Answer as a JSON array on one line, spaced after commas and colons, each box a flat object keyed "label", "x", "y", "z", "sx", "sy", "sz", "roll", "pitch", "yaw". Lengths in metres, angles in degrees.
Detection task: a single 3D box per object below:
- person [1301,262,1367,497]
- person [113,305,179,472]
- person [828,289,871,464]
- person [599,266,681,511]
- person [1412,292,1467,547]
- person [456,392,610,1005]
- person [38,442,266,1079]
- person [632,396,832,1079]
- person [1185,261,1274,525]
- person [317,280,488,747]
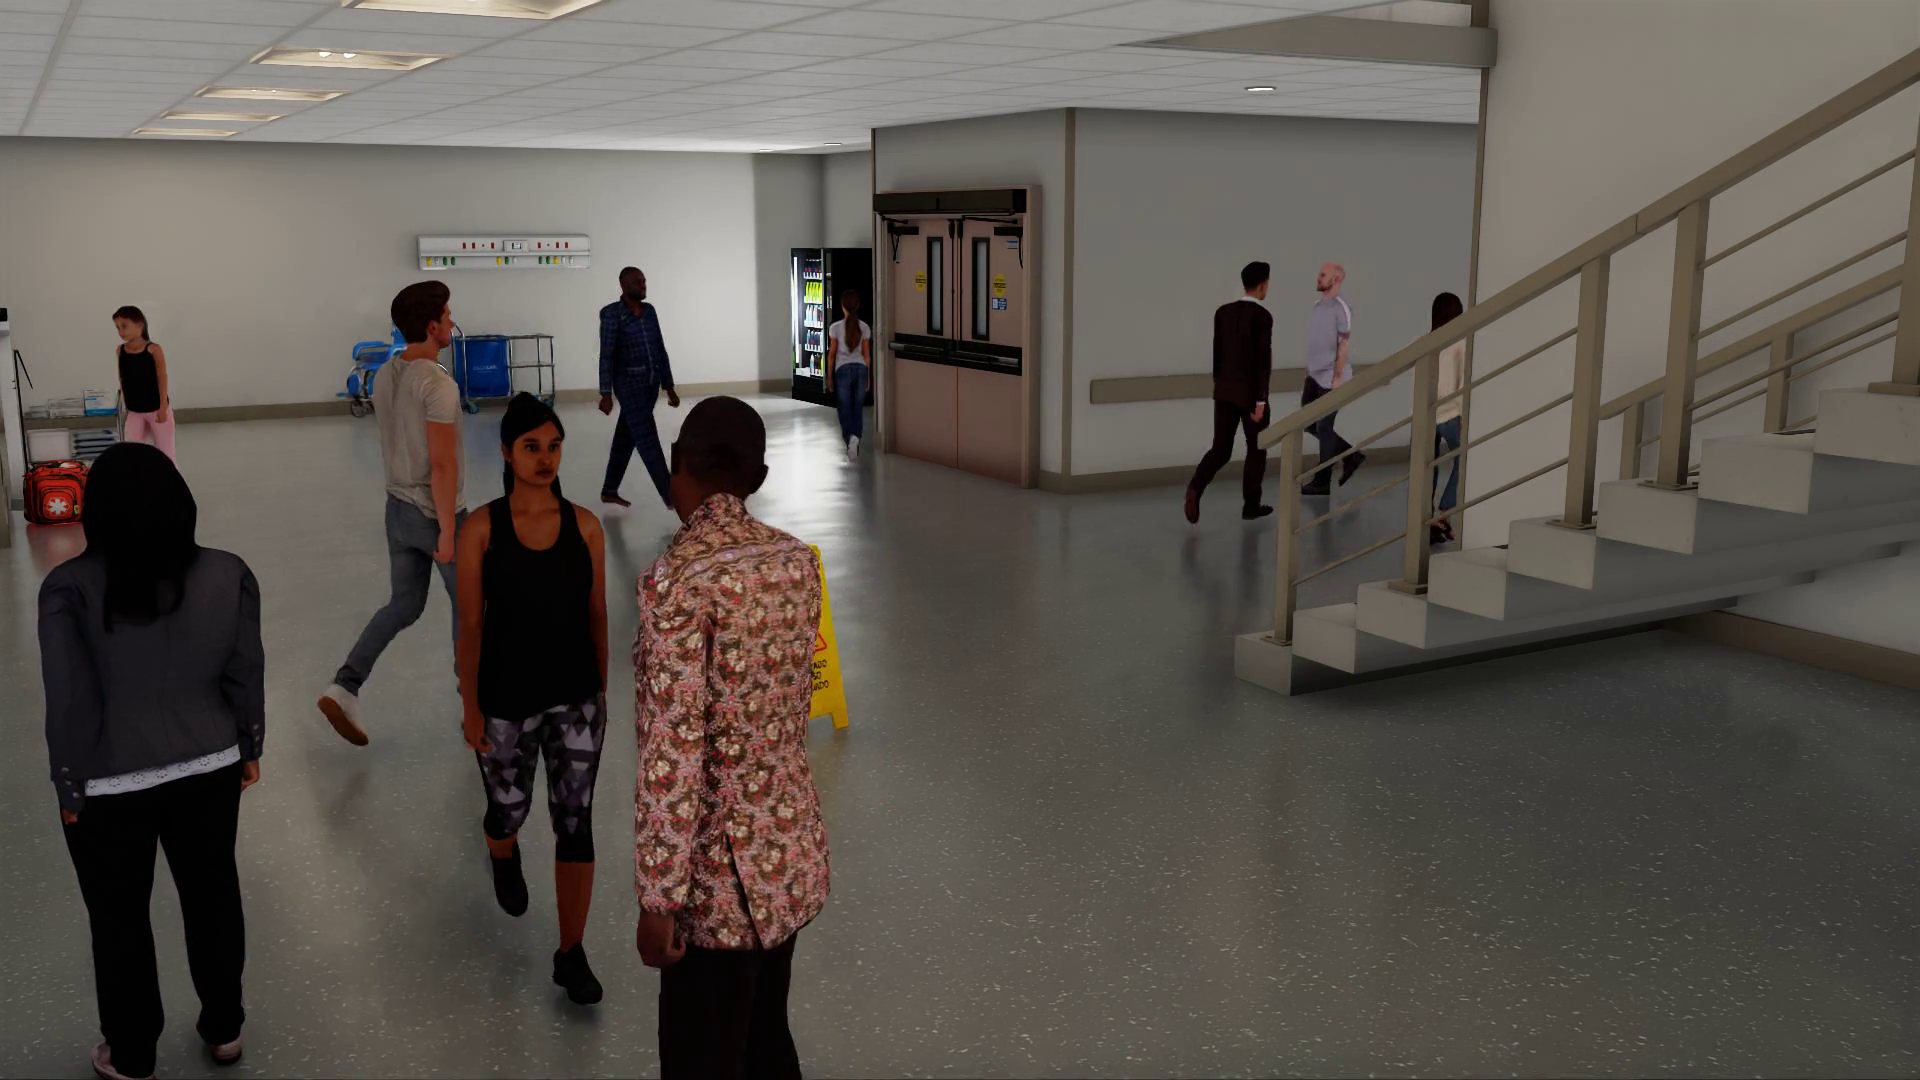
[{"label": "person", "x": 2.966, "y": -1.263, "z": 13.064, "sx": 0.902, "sy": 1.824, "sz": 0.915, "roll": -2, "pitch": 11, "yaw": -10}, {"label": "person", "x": -5.759, "y": -0.891, "z": 11.880, "sx": 0.783, "sy": 1.534, "sz": 0.957, "roll": -1, "pitch": 11, "yaw": -6}, {"label": "person", "x": -0.958, "y": -1.437, "z": 14.743, "sx": 0.722, "sy": 1.539, "sz": 1.031, "roll": -2, "pitch": 11, "yaw": -13}, {"label": "person", "x": -2.448, "y": -1.074, "z": 12.216, "sx": 1.280, "sy": 1.768, "sz": 1.056, "roll": 6, "pitch": 12, "yaw": 29}, {"label": "person", "x": 3.107, "y": -0.777, "z": 10.902, "sx": 0.734, "sy": 1.675, "sz": 0.592, "roll": -9, "pitch": 14, "yaw": -38}, {"label": "person", "x": -1.214, "y": 0.424, "z": 4.668, "sx": 0.608, "sy": 1.639, "sz": 1.024, "roll": -6, "pitch": 12, "yaw": -27}, {"label": "person", "x": -1.985, "y": 0.554, "z": 4.094, "sx": 0.743, "sy": 1.598, "sz": 0.740, "roll": 10, "pitch": 15, "yaw": 44}, {"label": "person", "x": -0.417, "y": 0.645, "z": 3.128, "sx": 1.001, "sy": 1.779, "sz": 0.976, "roll": 1, "pitch": 11, "yaw": 8}, {"label": "person", "x": 1.925, "y": -0.999, "z": 11.646, "sx": 1.168, "sy": 1.833, "sz": 0.974, "roll": 10, "pitch": 15, "yaw": 42}, {"label": "person", "x": -2.224, "y": -0.078, "z": 6.689, "sx": 1.173, "sy": 1.872, "sz": 1.030, "roll": 8, "pitch": 13, "yaw": 35}]
